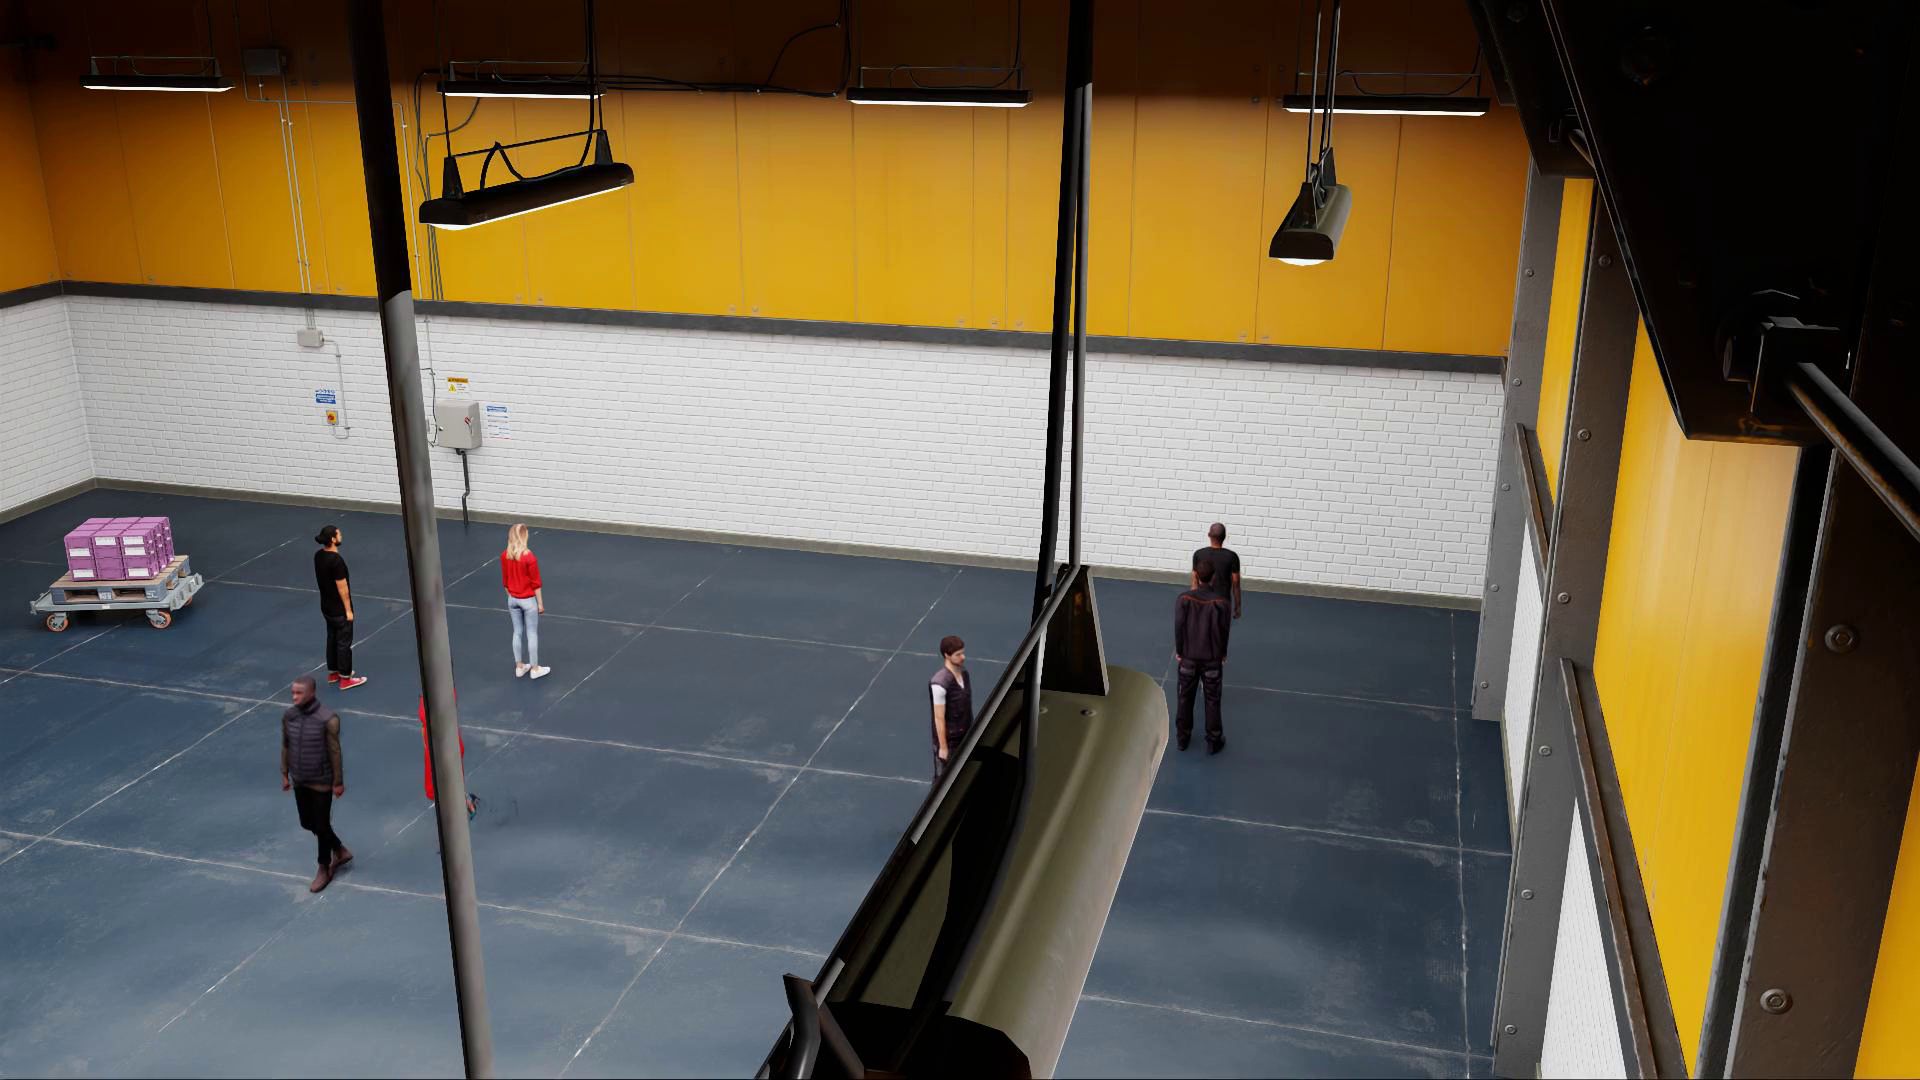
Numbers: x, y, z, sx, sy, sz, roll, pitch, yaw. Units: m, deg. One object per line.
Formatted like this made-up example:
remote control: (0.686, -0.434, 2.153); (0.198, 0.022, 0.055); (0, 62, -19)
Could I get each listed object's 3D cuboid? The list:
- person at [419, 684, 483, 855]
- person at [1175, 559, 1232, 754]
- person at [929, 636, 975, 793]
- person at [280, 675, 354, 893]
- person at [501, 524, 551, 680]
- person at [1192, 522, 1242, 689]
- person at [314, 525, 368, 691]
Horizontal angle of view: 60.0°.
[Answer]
person: (-4.310, 1.823, 14.110); (0.721, 1.726, 0.848); (13, 23, 34)
person: (2.317, 1.108, 15.945); (0.688, 1.911, 0.566); (6, 19, 17)
person: (-0.099, 1.671, 14.382); (0.763, 1.842, 0.615); (9, 21, 26)
person: (-5.243, 1.944, 13.585); (0.738, 1.832, 0.747); (8, 20, 21)
person: (-4.635, 0.644, 17.646); (0.637, 1.704, 0.532); (7, 20, 20)
person: (2.632, 0.726, 17.308); (0.705, 1.765, 1.230); (6, 20, 17)
person: (-6.540, 0.693, 17.420); (0.697, 1.755, 0.690); (16, 24, 39)
